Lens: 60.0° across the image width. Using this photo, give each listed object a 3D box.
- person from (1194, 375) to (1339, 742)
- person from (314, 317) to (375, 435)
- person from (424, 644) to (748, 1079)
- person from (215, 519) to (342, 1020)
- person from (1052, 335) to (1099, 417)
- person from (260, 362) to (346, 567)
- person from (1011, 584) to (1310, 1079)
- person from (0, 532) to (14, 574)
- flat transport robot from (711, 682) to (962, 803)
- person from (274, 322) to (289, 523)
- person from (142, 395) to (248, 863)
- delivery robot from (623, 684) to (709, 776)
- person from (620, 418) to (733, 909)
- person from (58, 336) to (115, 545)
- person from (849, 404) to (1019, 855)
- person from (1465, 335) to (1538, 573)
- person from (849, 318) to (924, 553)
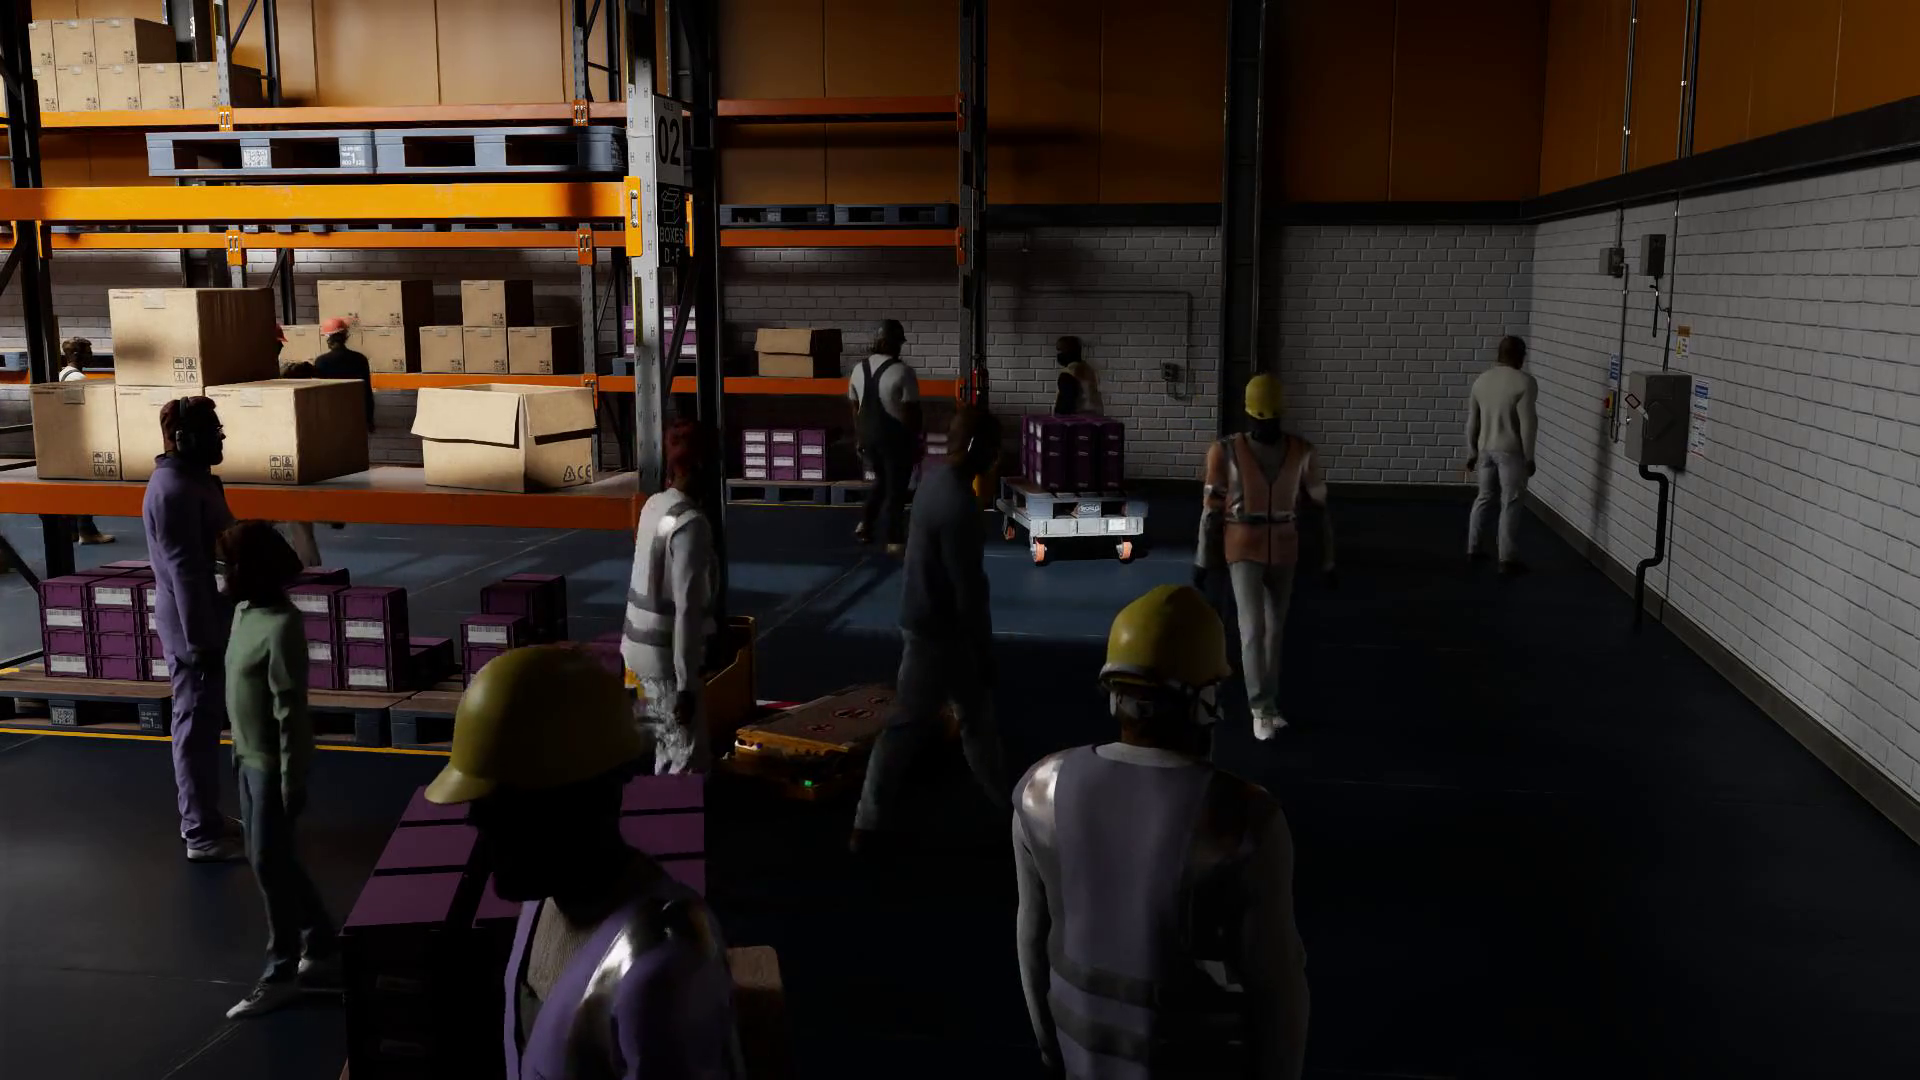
[{"bbox_3d":[1.593,0.092,8.574,0.730,1.882,0.711,-1,9,-8],"label":"person"},{"bbox_3d":[-6.248,-1.242,16.653,0.982,1.945,0.617,5,10,27],"label":"person"},{"bbox_3d":[-0.432,1.070,2.469,0.632,1.904,0.584,-6,11,-31],"label":"person"},{"bbox_3d":[-2.249,0.736,5.420,0.398,1.622,0.510,-7,12,-38],"label":"person"},{"bbox_3d":[1.043,-0.985,15.469,0.496,1.820,0.645,3,10,18],"label":"person"},{"bbox_3d":[-4.105,-0.205,10.597,0.887,1.830,0.549,2,9,15],"label":"person"},{"bbox_3d":[0.392,0.990,3.190,0.588,1.831,0.404,6,11,33],"label":"person"},{"bbox_3d":[-7.899,-0.553,12.949,0.648,1.789,0.967,4,10,22],"label":"person"},{"bbox_3d":[-0.563,0.964,8.180,0.652,0.197,1.431,5,11,30],"label":"flat transport robot"},{"bbox_3d":[-6.628,-1.133,16.042,0.368,1.933,0.552,-5,10,-28],"label":"person"},{"bbox_3d":[-3.108,0.361,6.858,0.407,1.910,0.639,-4,10,-25],"label":"person"},{"bbox_3d":[-1.496,0.890,7.470,0.707,0.478,0.477,-2,9,-14],"label":"delivery robot"},{"bbox_3d":[-1.077,0.464,6.359,0.416,1.859,0.625,-4,10,-22],"label":"person"},{"bbox_3d":[-7.798,-0.878,14.743,0.516,1.842,0.324,8,12,42],"label":"person"},{"bbox_3d":[-0.003,0.386,6.809,1.006,1.866,0.639,-1,9,-4],"label":"person"},{"bbox_3d":[4.415,-0.711,13.544,0.438,1.926,0.665,-5,10,-29],"label":"person"},{"bbox_3d":[-0.581,-0.899,14.260,0.684,2.000,0.541,8,12,40],"label":"person"}]
